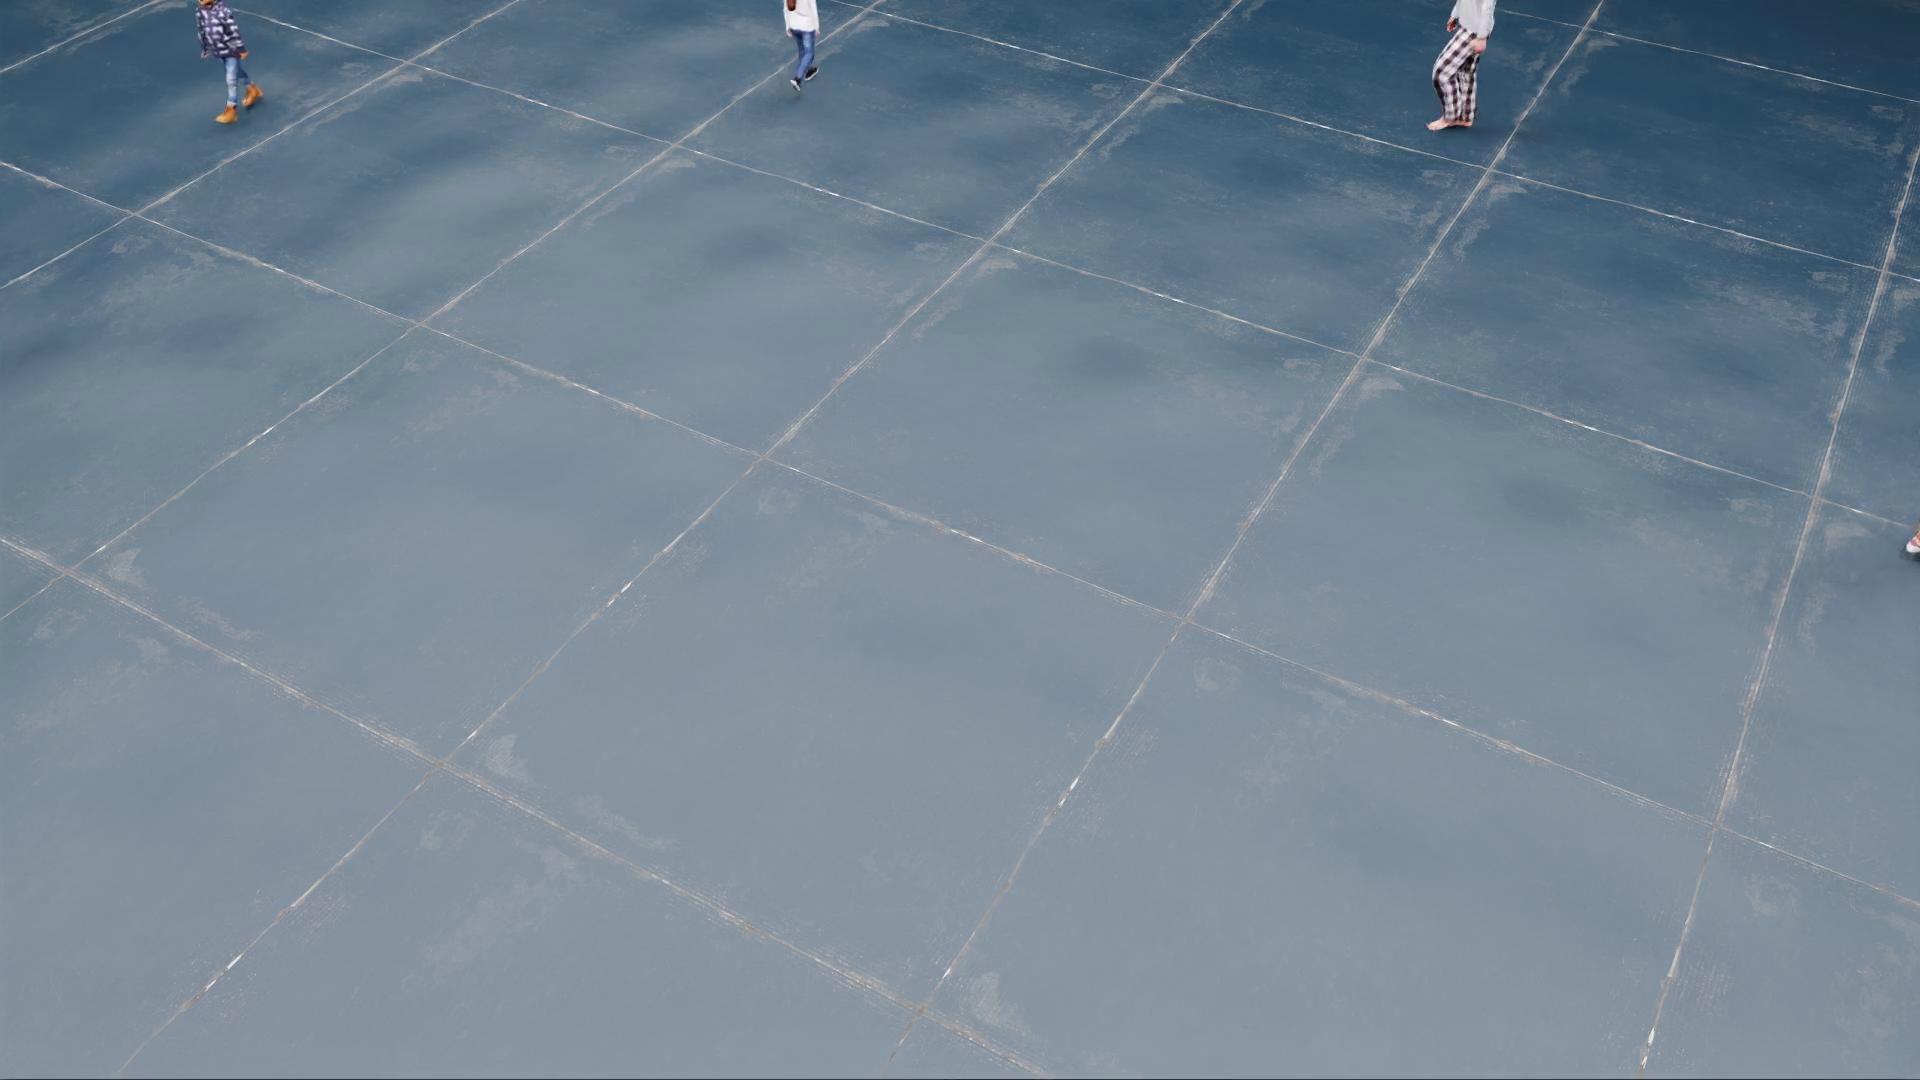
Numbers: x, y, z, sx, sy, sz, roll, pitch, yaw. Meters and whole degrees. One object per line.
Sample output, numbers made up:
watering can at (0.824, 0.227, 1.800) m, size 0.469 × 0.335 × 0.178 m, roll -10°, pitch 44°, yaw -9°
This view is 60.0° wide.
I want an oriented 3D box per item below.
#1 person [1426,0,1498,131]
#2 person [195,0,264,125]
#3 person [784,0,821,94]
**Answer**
person at (4.234, -4.155, 13.438) m, size 0.856 × 1.833 × 0.788 m, roll 2°, pitch 42°, yaw 2°
person at (-6.107, -4.145, 13.883) m, size 0.600 × 1.220 × 0.884 m, roll 14°, pitch 44°, yaw 15°
person at (-1.366, -4.386, 14.240) m, size 0.475 × 1.097 × 0.771 m, roll 17°, pitch 45°, yaw 18°
